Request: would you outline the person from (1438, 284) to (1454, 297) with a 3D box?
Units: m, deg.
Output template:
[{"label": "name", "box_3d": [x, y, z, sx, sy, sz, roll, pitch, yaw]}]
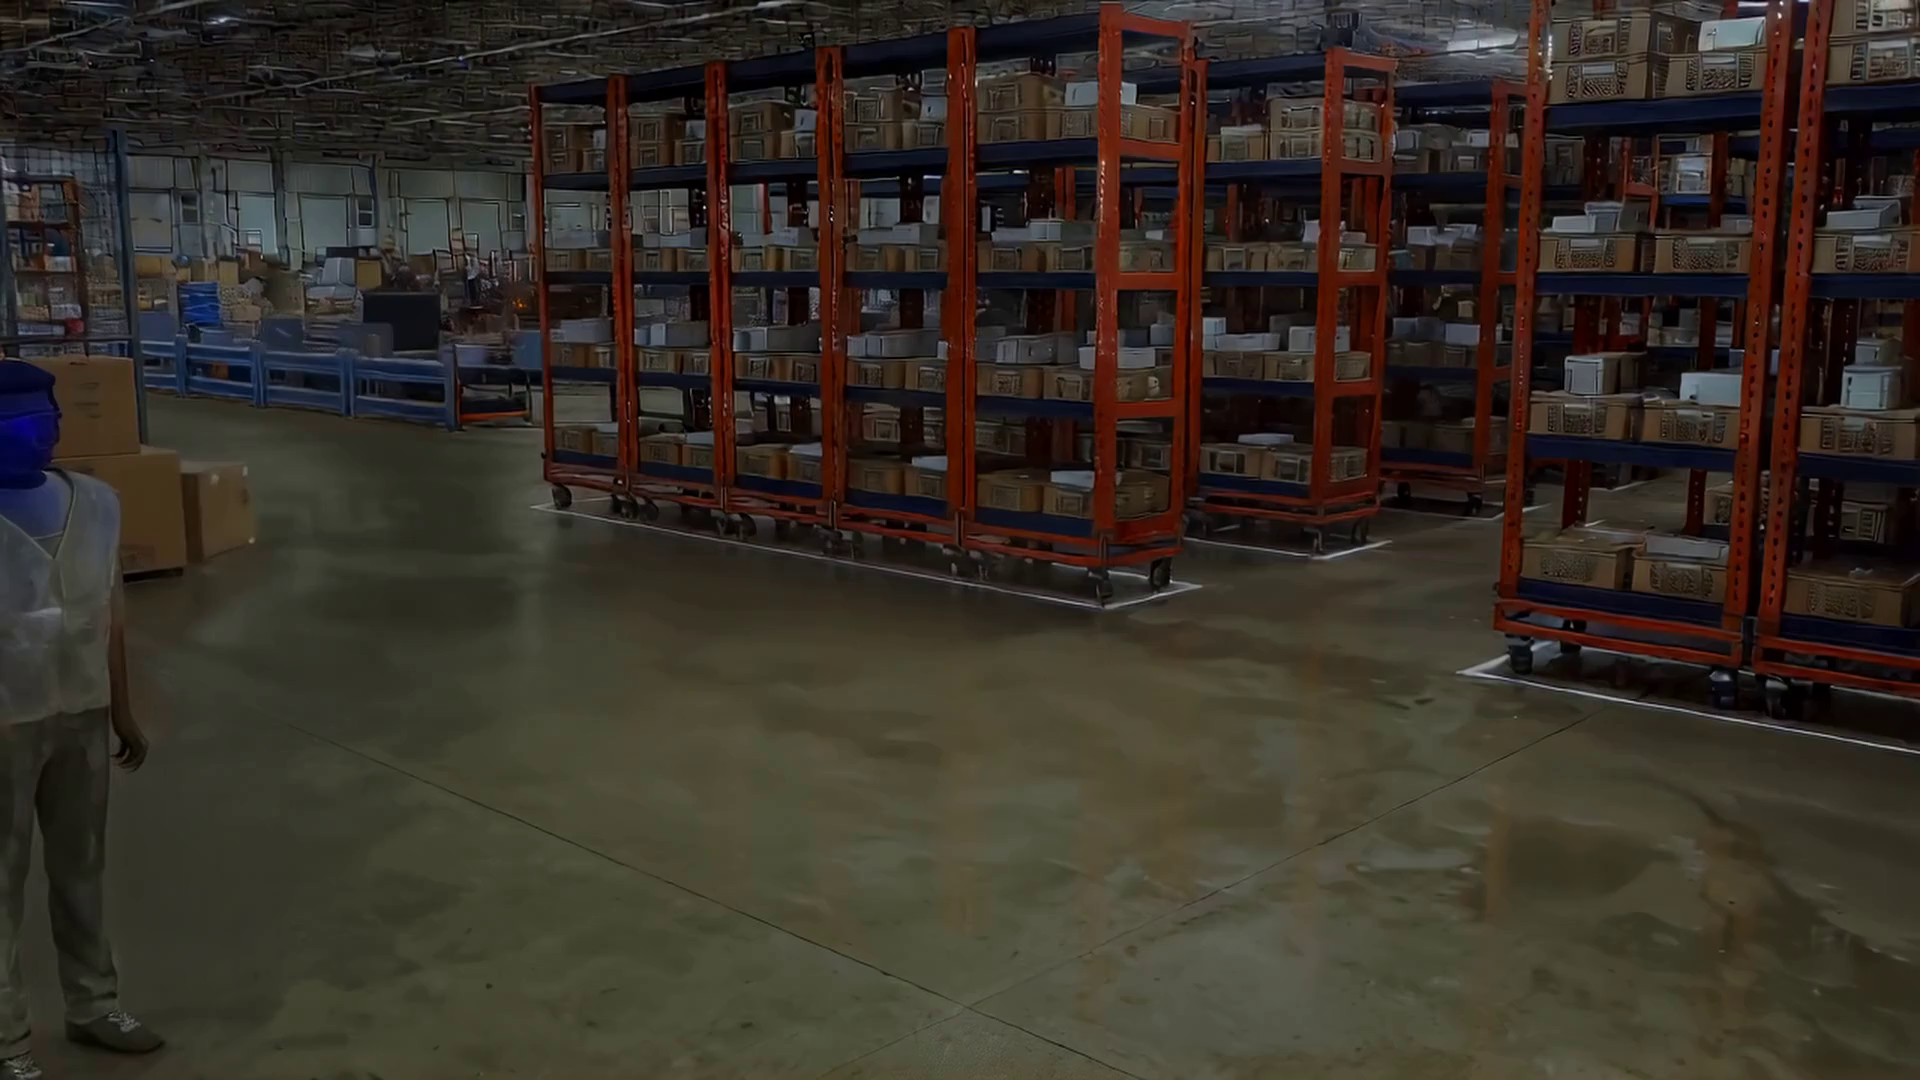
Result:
[{"label": "person", "box_3d": [13.426, -6.365, 46.022, 0.633, 1.885, 1.024, -6, 11, -31]}]

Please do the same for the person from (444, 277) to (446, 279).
[{"label": "person", "box_3d": [-24.792, -11.834, 80.186, 0.461, 1.675, 0.599, -2, 10, -14]}]

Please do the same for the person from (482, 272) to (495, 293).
[{"label": "person", "box_3d": [-22.812, -11.996, 80.457, 0.590, 1.912, 0.471, -3, 10, -17]}]

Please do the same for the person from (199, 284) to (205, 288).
[{"label": "person", "box_3d": [-34.781, -11.199, 76.274, 0.954, 1.684, 0.493, -3, 10, -17]}]

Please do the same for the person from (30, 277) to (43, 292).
[{"label": "person", "box_3d": [-26.442, -6.711, 47.700, 0.451, 2.023, 0.629, -4, 10, -23]}]

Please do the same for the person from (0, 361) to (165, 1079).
[{"label": "person", "box_3d": [-2.357, 0.470, 4.226, 0.390, 1.846, 0.565, 4, 10, 24]}]

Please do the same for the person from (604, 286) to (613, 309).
[{"label": "person", "box_3d": [-11.330, -7.627, 54.040, 0.896, 1.796, 0.589, 8, 12, 42]}]

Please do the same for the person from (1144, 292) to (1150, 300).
[{"label": "person", "box_3d": [7.027, -9.024, 62.890, 0.315, 1.696, 0.540, 1, 9, 3]}]

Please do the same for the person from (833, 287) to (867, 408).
[{"label": "person", "box_3d": [-1.486, -2.292, 21.121, 0.966, 1.853, 0.642, -8, 12, -41]}]

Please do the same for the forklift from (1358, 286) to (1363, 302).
[{"label": "forklift", "box_3d": [11.100, -7.017, 46.970, 1.873, 2.768, 1.129, 9, 13, 43]}]

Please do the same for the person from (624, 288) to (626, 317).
[{"label": "person", "box_3d": [-8.281, -5.464, 40.881, 0.523, 1.760, 0.327, 1, 9, 6]}]

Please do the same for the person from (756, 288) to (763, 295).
[{"label": "person", "box_3d": [-9.742, -12.021, 80.487, 0.428, 1.948, 0.652, -2, 10, -15]}]

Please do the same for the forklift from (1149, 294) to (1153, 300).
[{"label": "forklift", "box_3d": [7.440, -9.628, 62.977, 1.873, 2.768, 1.129, 9, 13, 43]}]

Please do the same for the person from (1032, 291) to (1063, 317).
[{"label": "person", "box_3d": [1.341, -2.970, 25.444, 0.605, 1.814, 0.419, 4, 10, 24]}]

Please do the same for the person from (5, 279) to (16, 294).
[{"label": "person", "box_3d": [-42.554, -11.063, 74.706, 0.623, 1.931, 0.616, 0, 9, 1]}]

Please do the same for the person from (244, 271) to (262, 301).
[{"label": "person", "box_3d": [-26.896, -9.236, 63.296, 0.610, 1.989, 0.392, -3, 10, -18]}]

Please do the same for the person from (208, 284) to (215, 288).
[{"label": "person", "box_3d": [-25.951, -8.240, 57.667, 0.838, 1.842, 0.519, -2, 9, -12]}]
